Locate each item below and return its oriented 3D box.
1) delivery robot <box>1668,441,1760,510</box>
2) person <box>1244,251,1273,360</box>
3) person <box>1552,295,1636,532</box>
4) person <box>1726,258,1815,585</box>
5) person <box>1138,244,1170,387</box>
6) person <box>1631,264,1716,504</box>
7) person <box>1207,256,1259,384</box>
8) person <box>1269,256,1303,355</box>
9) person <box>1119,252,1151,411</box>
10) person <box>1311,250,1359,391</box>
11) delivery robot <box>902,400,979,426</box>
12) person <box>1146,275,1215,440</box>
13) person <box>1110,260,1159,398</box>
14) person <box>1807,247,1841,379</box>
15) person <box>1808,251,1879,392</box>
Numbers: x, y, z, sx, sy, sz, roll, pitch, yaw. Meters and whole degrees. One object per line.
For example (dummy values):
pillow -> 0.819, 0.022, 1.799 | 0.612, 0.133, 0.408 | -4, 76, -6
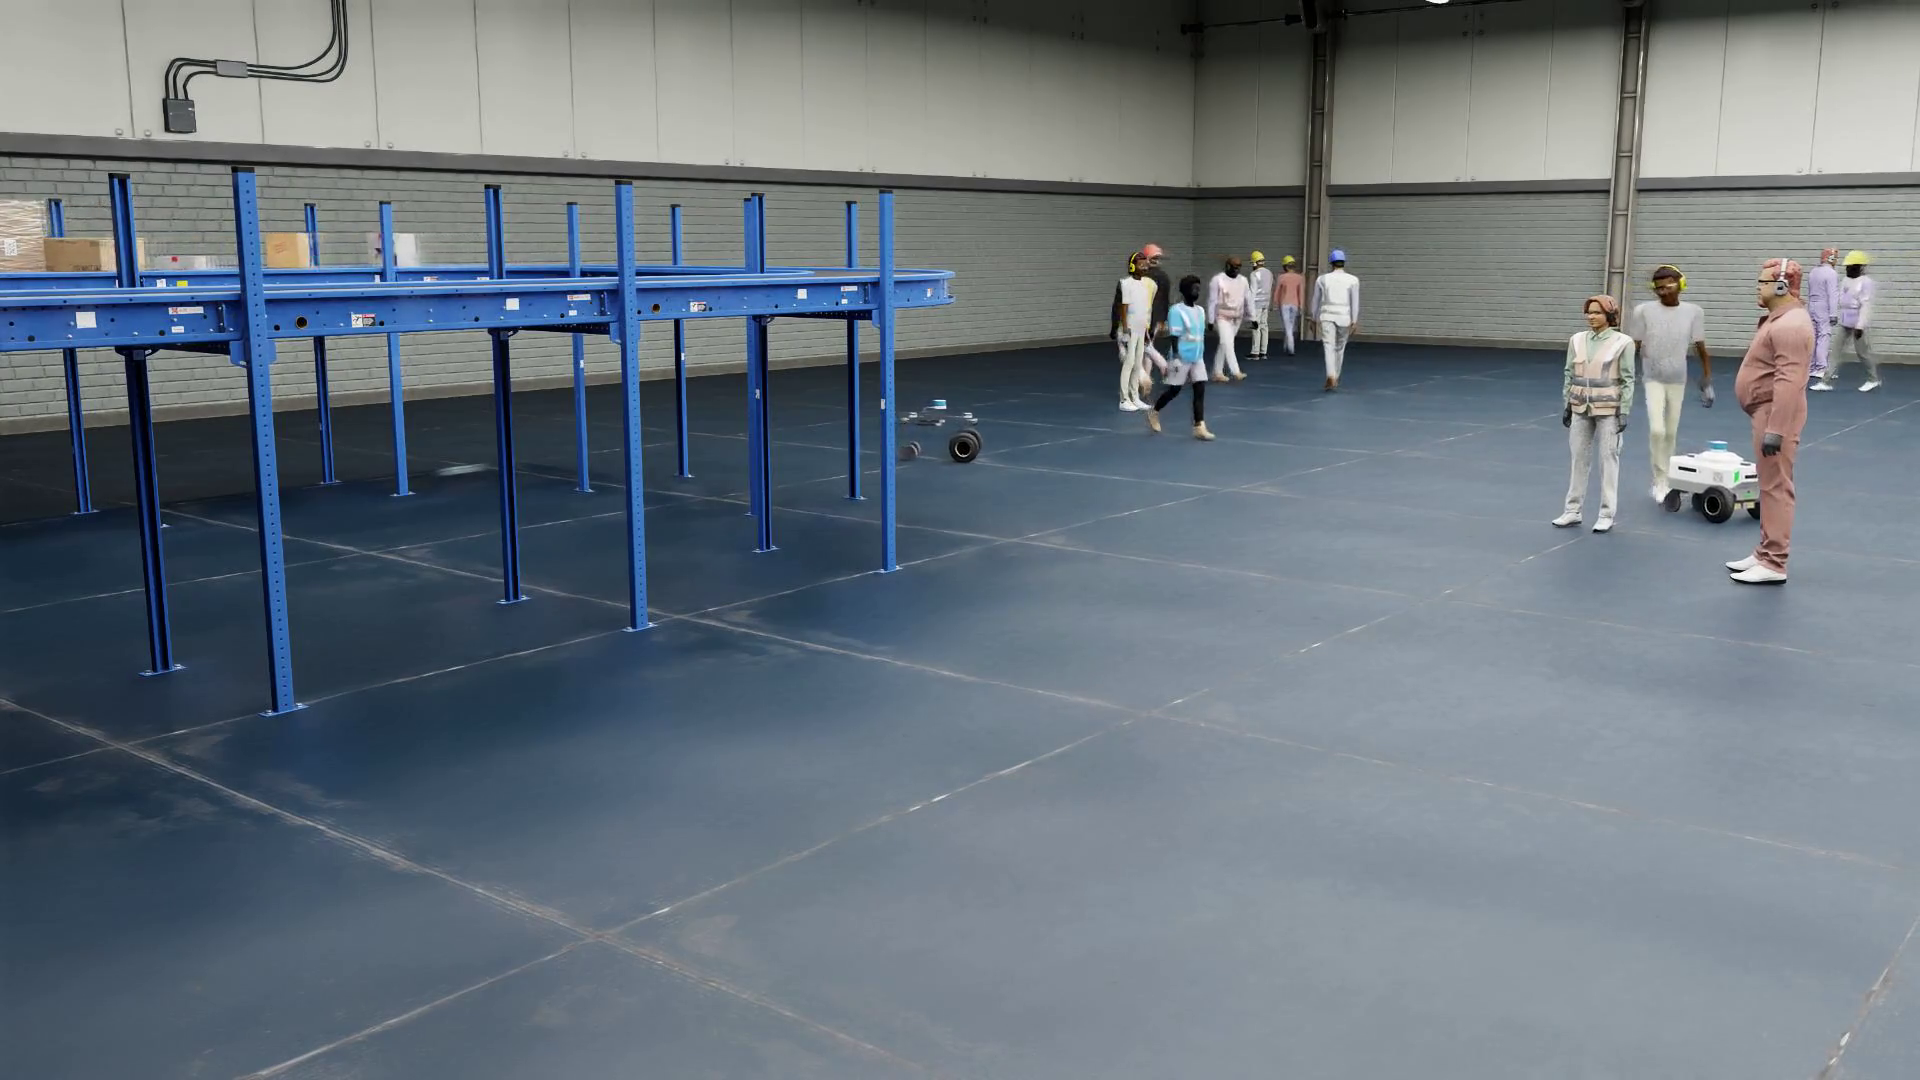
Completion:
delivery robot -> 5.579, -0.484, 12.254 | 0.477, 0.478, 0.707 | -4, 11, -20
person -> 5.049, -3.977, 28.242 | 0.403, 1.822, 0.588 | 10, 14, 42
person -> 4.448, -0.887, 11.620 | 0.315, 1.641, 0.515 | -8, 13, -36
person -> 4.798, -0.702, 9.857 | 0.401, 1.910, 0.640 | 5, 11, 24
person -> 2.643, -3.038, 22.641 | 0.614, 1.967, 0.841 | -9, 14, -41
person -> 5.436, -1.184, 12.735 | 0.662, 1.827, 0.647 | 2, 10, 9
person -> 3.842, -3.091, 23.420 | 0.648, 1.779, 0.969 | -6, 12, -29
person -> 5.759, -4.143, 29.417 | 0.539, 1.721, 0.891 | -3, 11, -16
person -> 2.103, -2.480, 19.813 | 0.312, 1.869, 0.537 | 8, 13, 37
person -> 5.091, -2.981, 22.567 | 0.611, 1.892, 1.014 | 1, 10, 8
delivery robot -> -0.179, -1.184, 15.416 | 0.698, 0.223, 0.335 | 1, 10, 5
person -> 2.276, -1.882, 17.044 | 0.534, 1.674, 0.769 | -8, 13, -39
person -> 2.254, -2.713, 21.260 | 0.634, 1.817, 0.765 | -7, 12, -34
person -> 12.702, -3.330, 24.427 | 0.411, 1.908, 0.643 | -1, 10, -3
person -> 11.943, -2.915, 22.223 | 1.001, 1.881, 0.608 | -2, 10, -12
